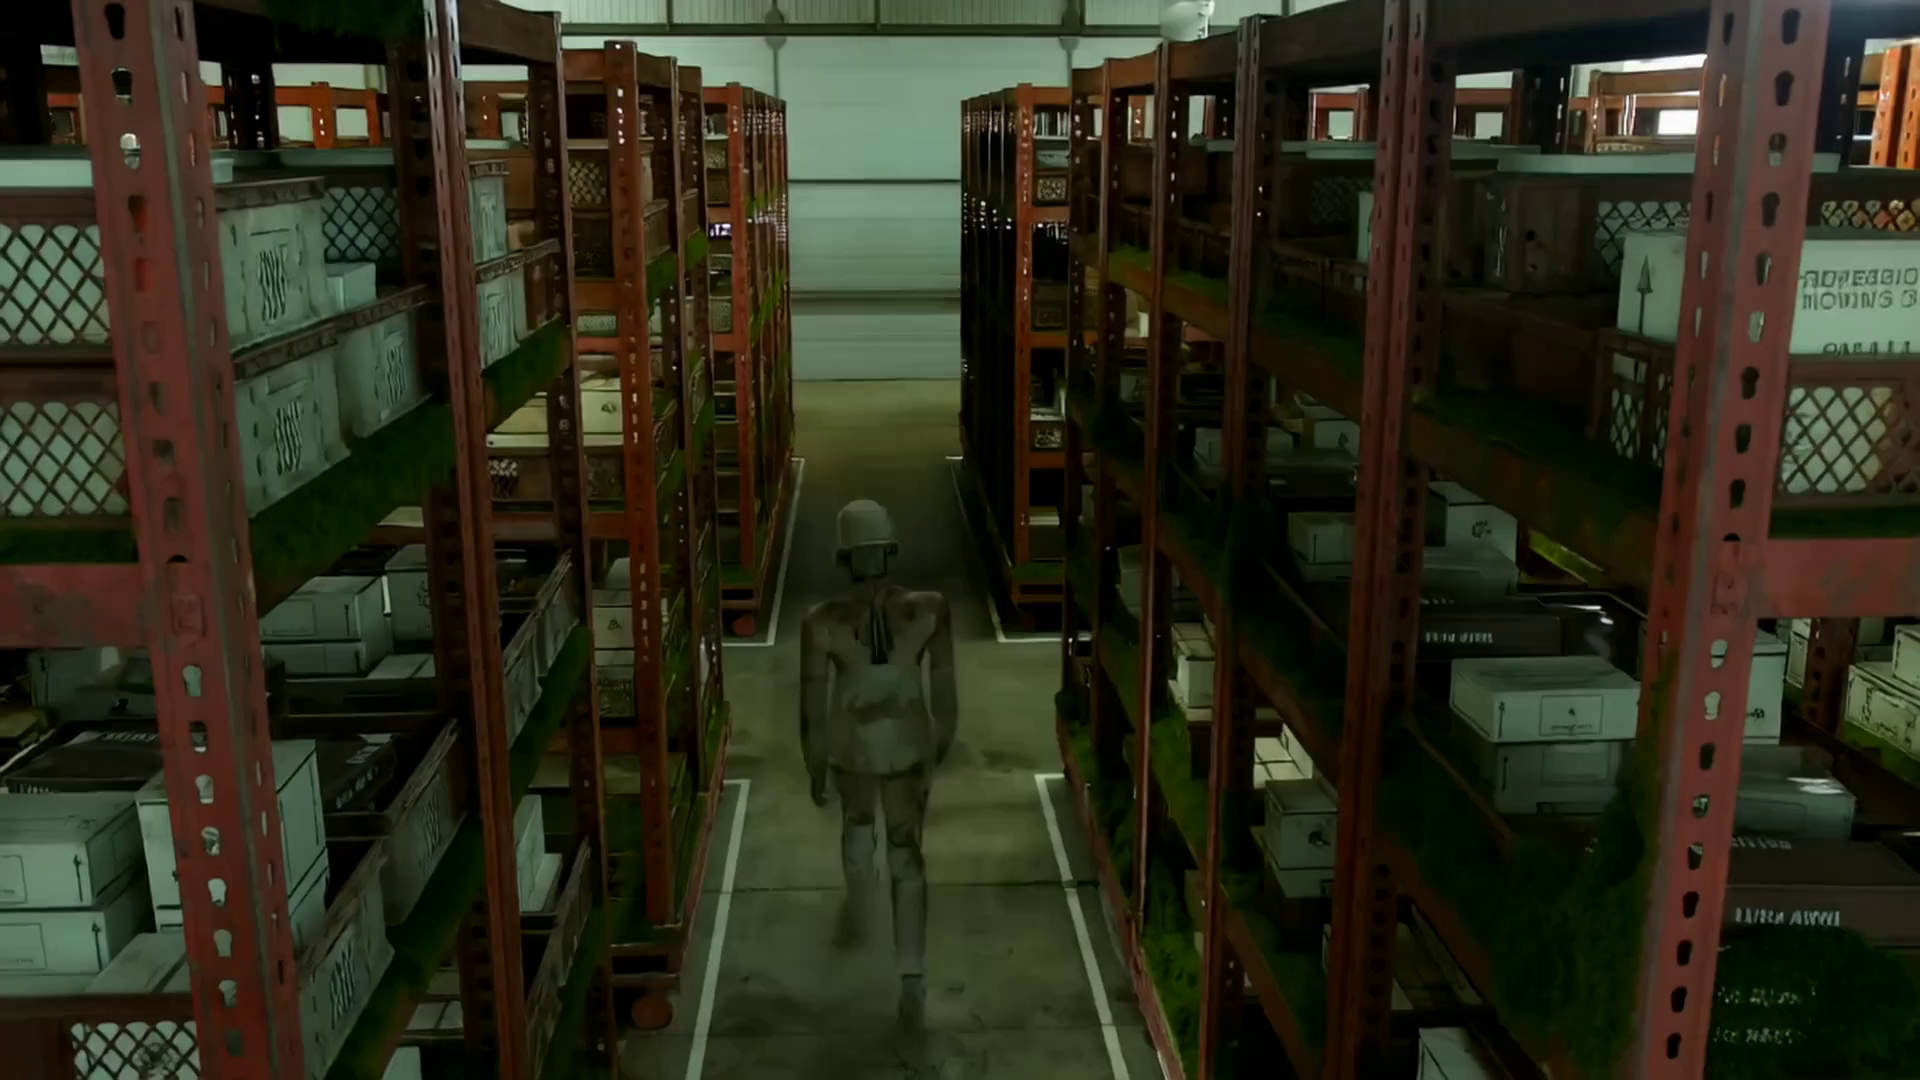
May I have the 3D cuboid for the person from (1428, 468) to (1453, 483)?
[{"bbox_3d":[2.731,0.152,9.417,0.955,1.793,0.591,1,14,4],"label":"person"}]

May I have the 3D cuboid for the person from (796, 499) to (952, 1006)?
[{"bbox_3d":[-0.318,0.807,6.478,0.613,1.953,1.011,-2,14,-7],"label":"person"}]
